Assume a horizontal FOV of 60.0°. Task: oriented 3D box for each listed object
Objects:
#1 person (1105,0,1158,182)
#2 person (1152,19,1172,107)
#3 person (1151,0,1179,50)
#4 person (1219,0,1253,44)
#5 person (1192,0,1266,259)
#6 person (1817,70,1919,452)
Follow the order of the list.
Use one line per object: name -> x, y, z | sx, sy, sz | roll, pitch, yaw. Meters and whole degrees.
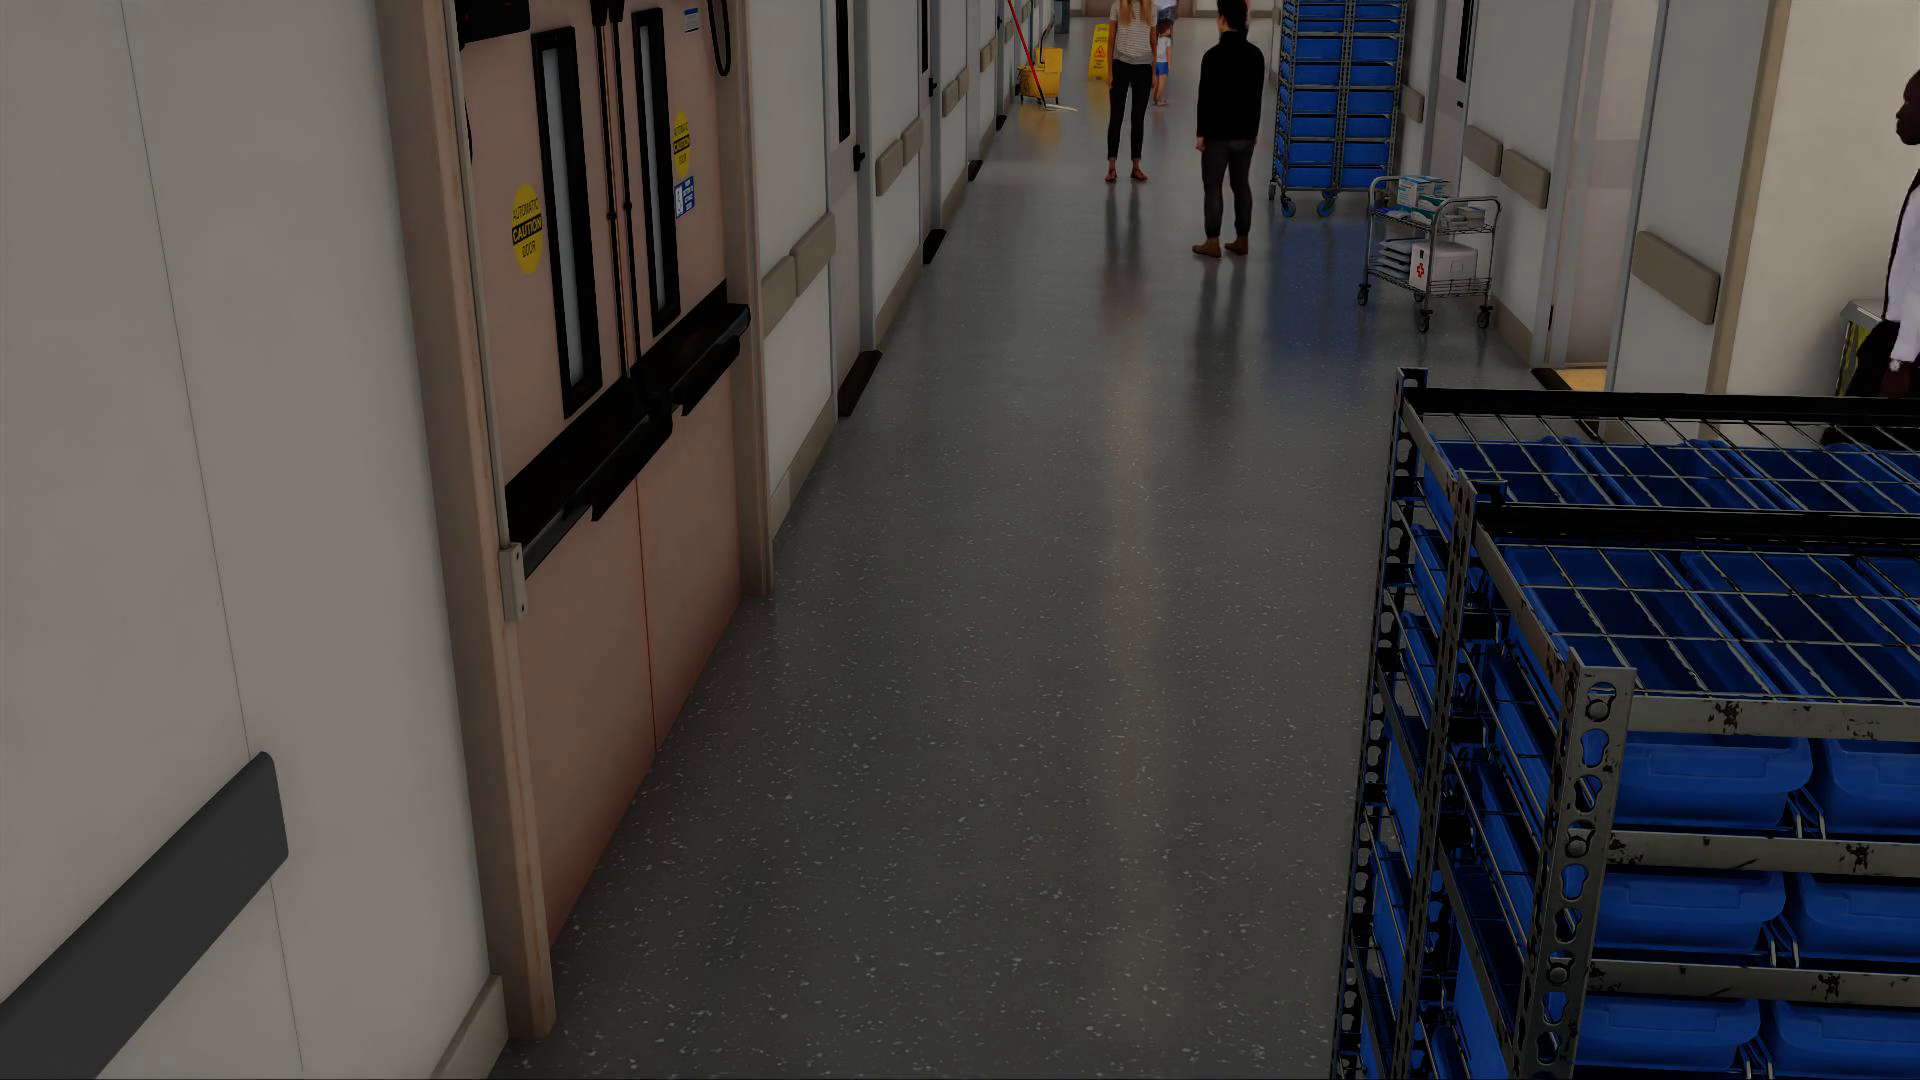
person -> 1.488, -4.069, 14.506 | 0.640, 1.824, 0.586 | -2, 21, -6
person -> 2.448, -5.823, 20.277 | 0.541, 1.016, 0.473 | -13, 25, -32
person -> 3.062, -8.033, 25.150 | 0.722, 1.700, 1.136 | 0, 21, -1
person -> 3.791, -7.093, 22.772 | 0.851, 1.625, 1.099 | 11, 23, 26
person -> 1.834, -2.795, 11.291 | 0.725, 1.721, 0.711 | -8, 22, -21
person -> 3.133, -0.539, 5.229 | 1.039, 1.794, 1.098 | 8, 22, 21
